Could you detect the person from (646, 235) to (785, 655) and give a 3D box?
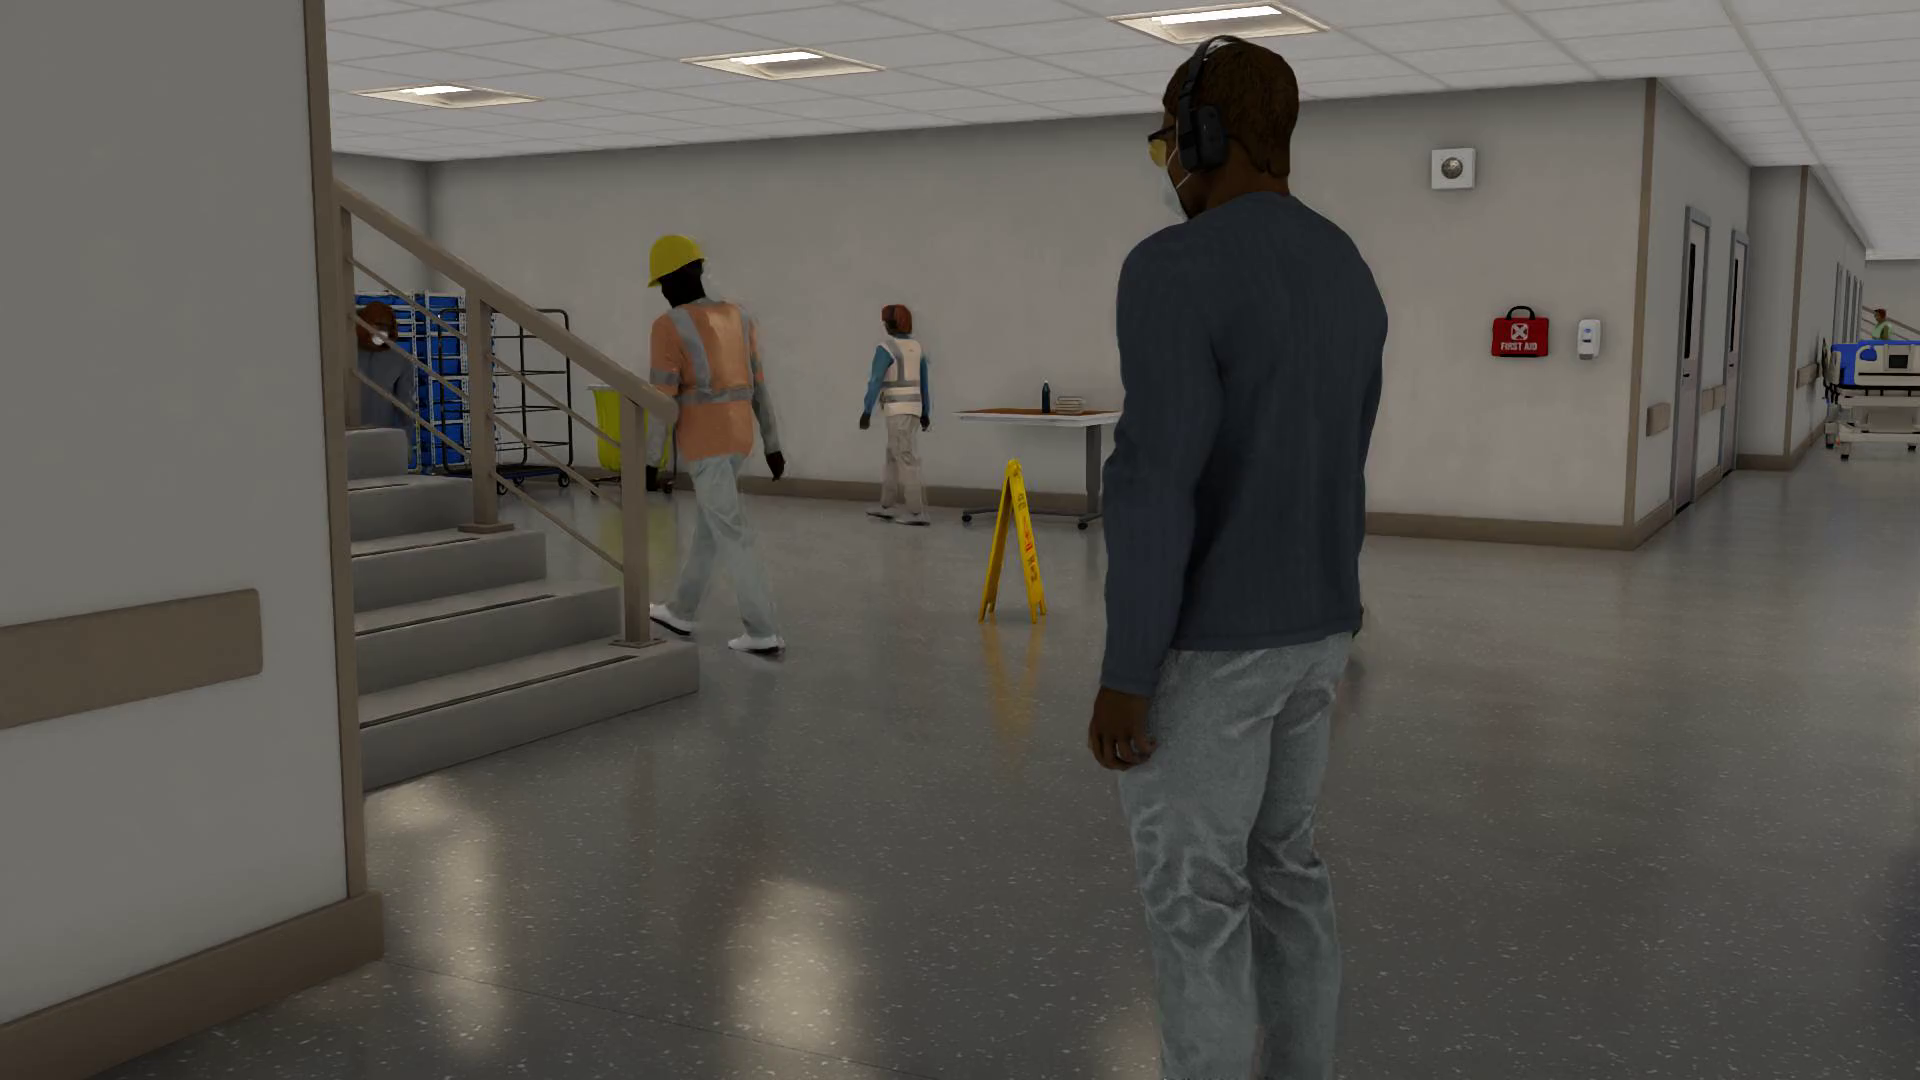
[{"bbox_3d":[-1.183,-0.428,7.516,0.960,1.859,0.656,5,9,32],"label":"person"}]

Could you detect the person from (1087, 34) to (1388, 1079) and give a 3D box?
[{"bbox_3d":[0.448,0.172,2.677,0.372,1.929,0.636,6,10,41],"label":"person"}]

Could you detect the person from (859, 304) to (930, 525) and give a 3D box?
[{"bbox_3d":[-0.529,-0.920,12.264,0.743,1.610,0.534,5,9,32],"label":"person"}]

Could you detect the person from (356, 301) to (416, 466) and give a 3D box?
[{"bbox_3d":[-3.402,-0.570,9.600,0.509,1.597,0.523,-5,9,-33],"label":"person"}]
